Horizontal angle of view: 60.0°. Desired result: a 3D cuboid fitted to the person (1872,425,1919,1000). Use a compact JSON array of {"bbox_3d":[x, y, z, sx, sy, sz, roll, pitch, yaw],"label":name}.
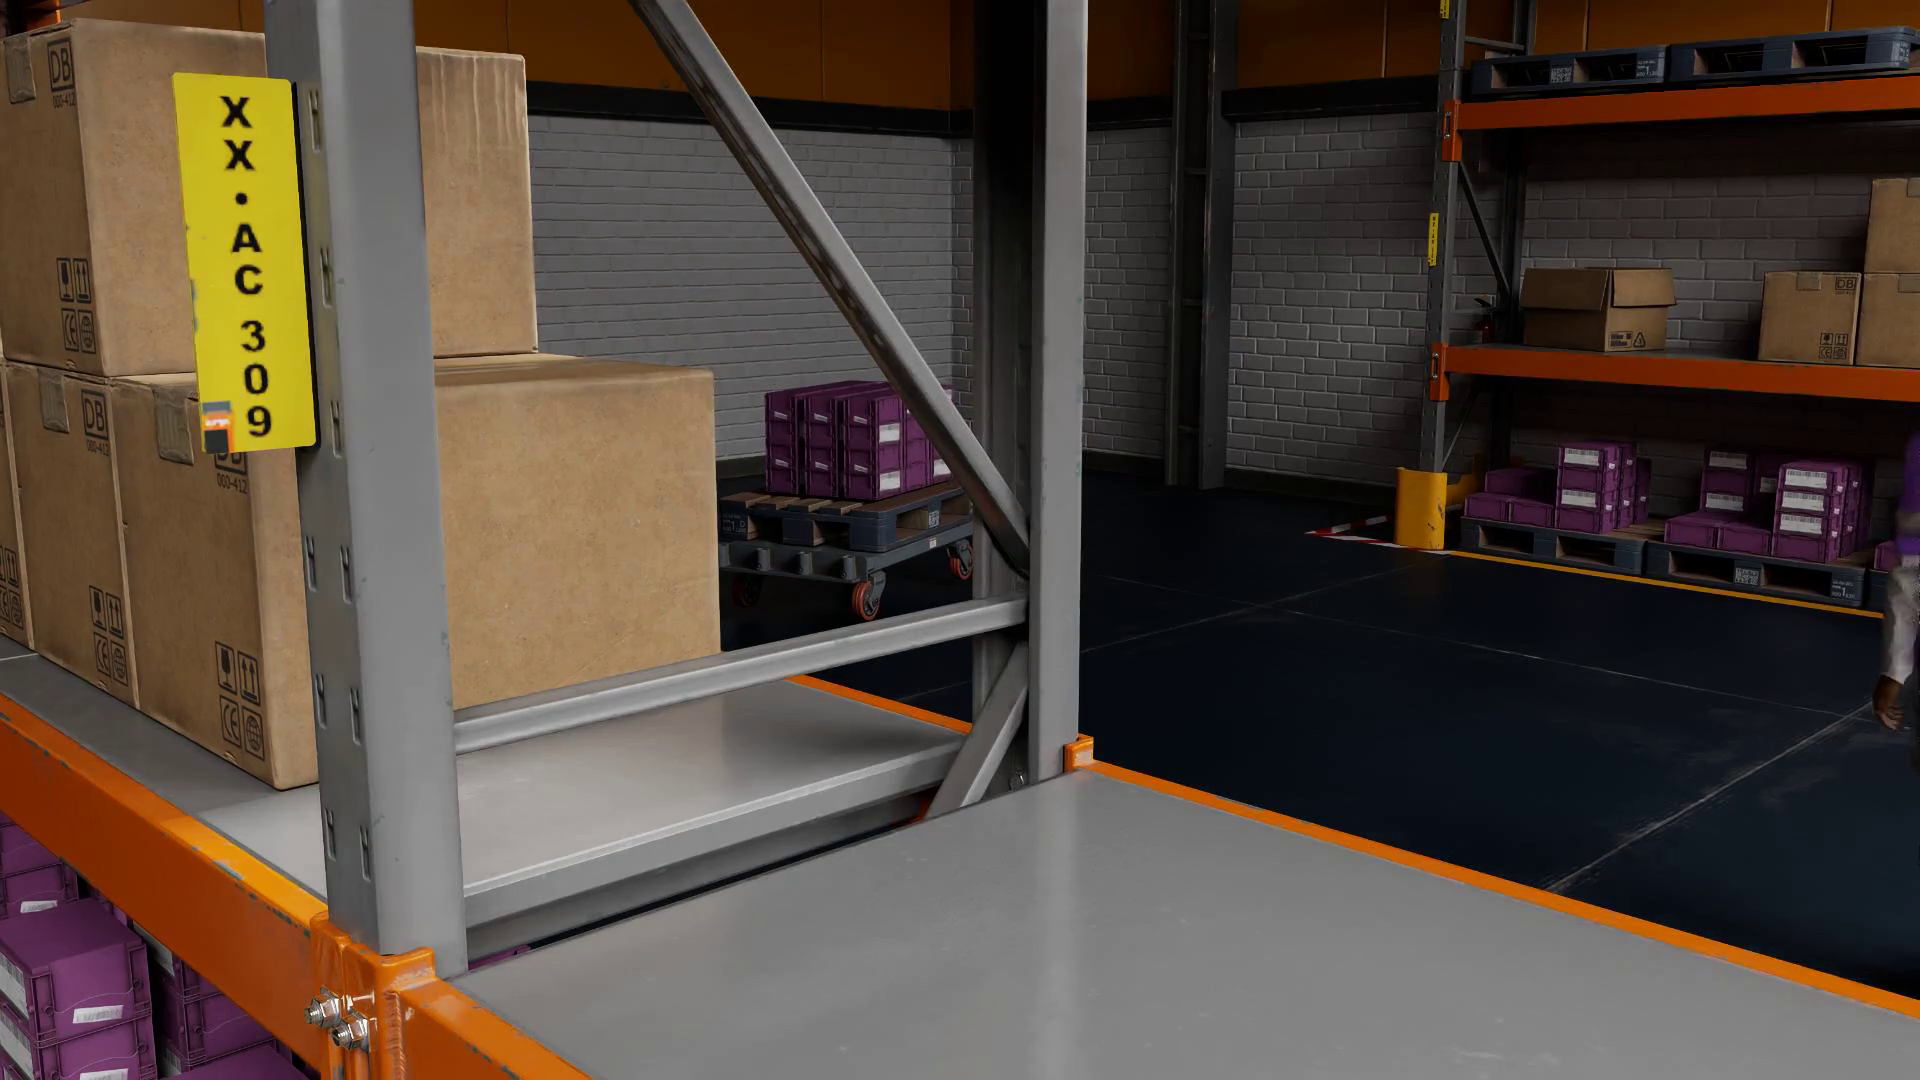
[{"bbox_3d":[2.632,0.309,4.200,0.556,1.923,0.394,7,12,32],"label":"person"}]
